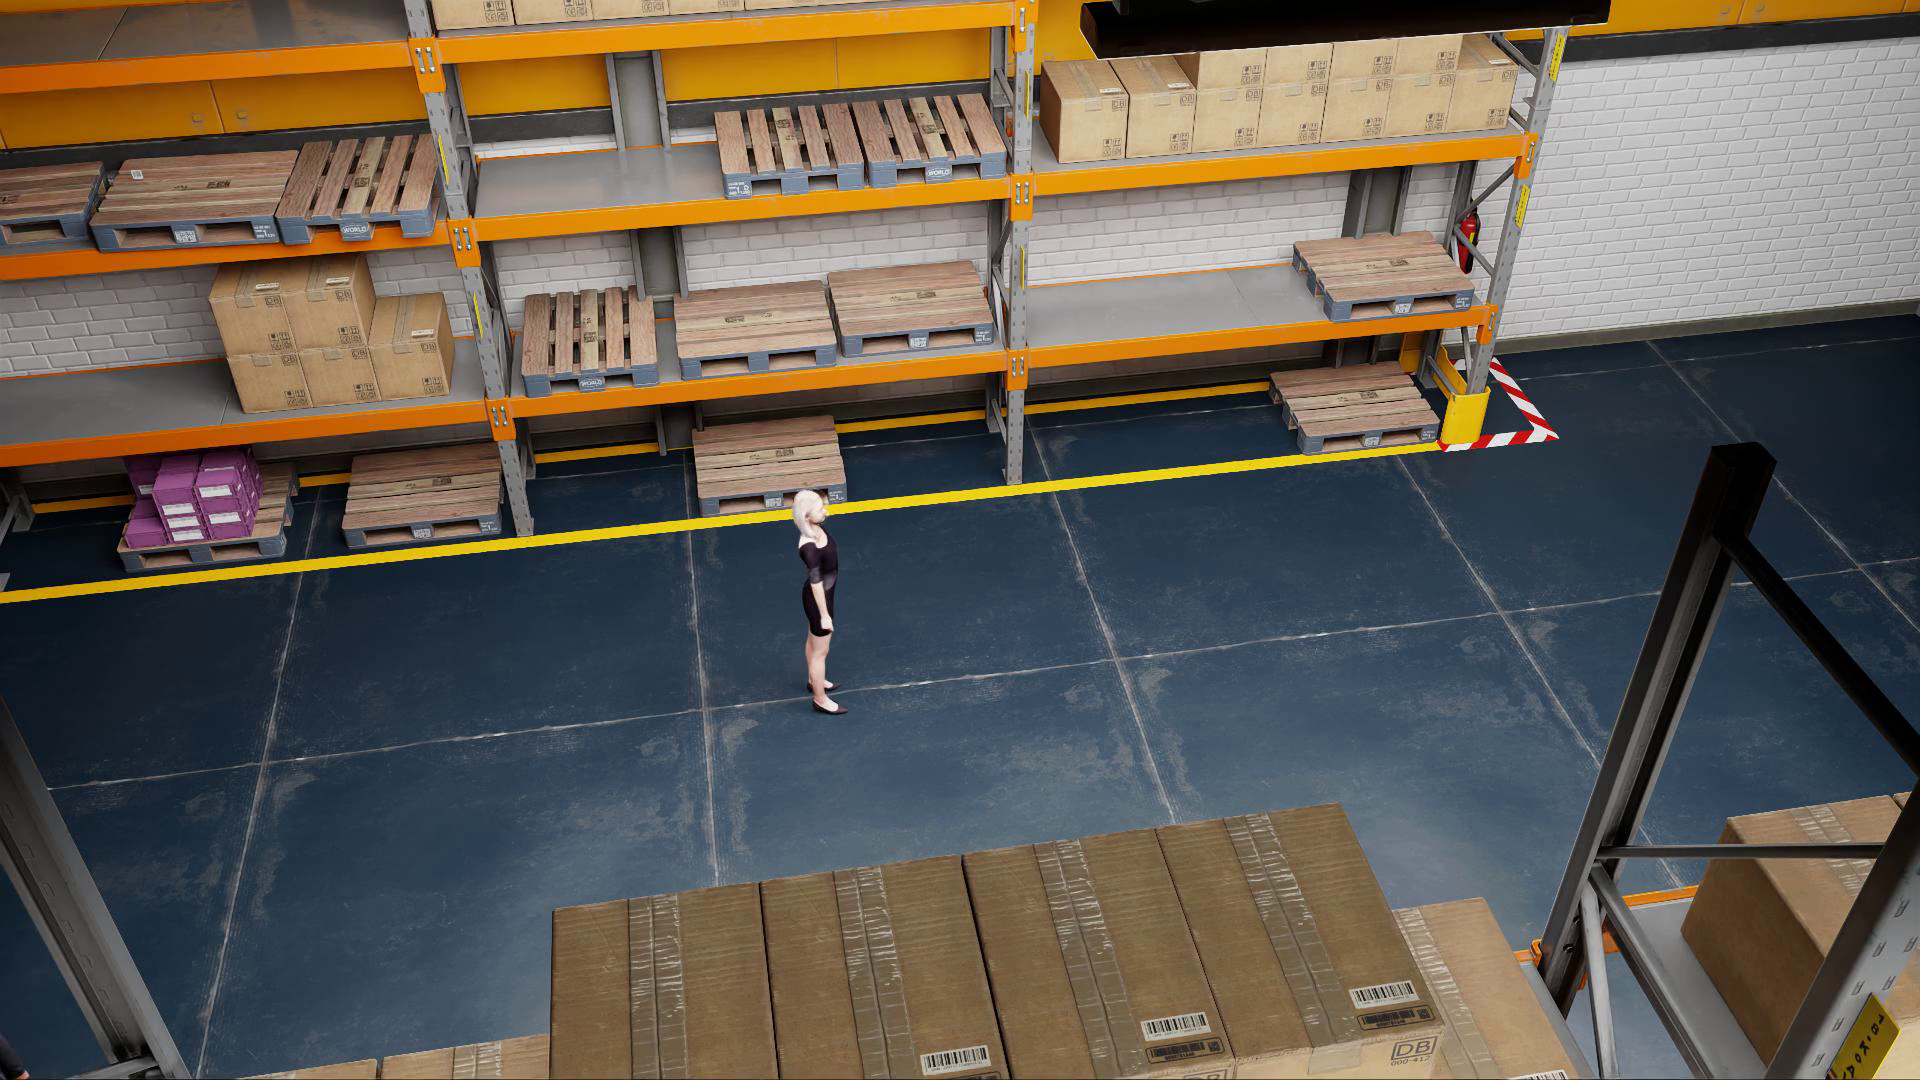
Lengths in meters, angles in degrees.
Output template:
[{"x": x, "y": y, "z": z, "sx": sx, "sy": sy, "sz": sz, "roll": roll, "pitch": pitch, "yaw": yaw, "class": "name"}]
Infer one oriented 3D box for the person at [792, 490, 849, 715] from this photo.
[{"x": -0.966, "y": 0.415, "z": 11.296, "sx": 0.486, "sy": 1.829, "sz": 0.577, "roll": -6, "pitch": 39, "yaw": -7, "class": "person"}]
